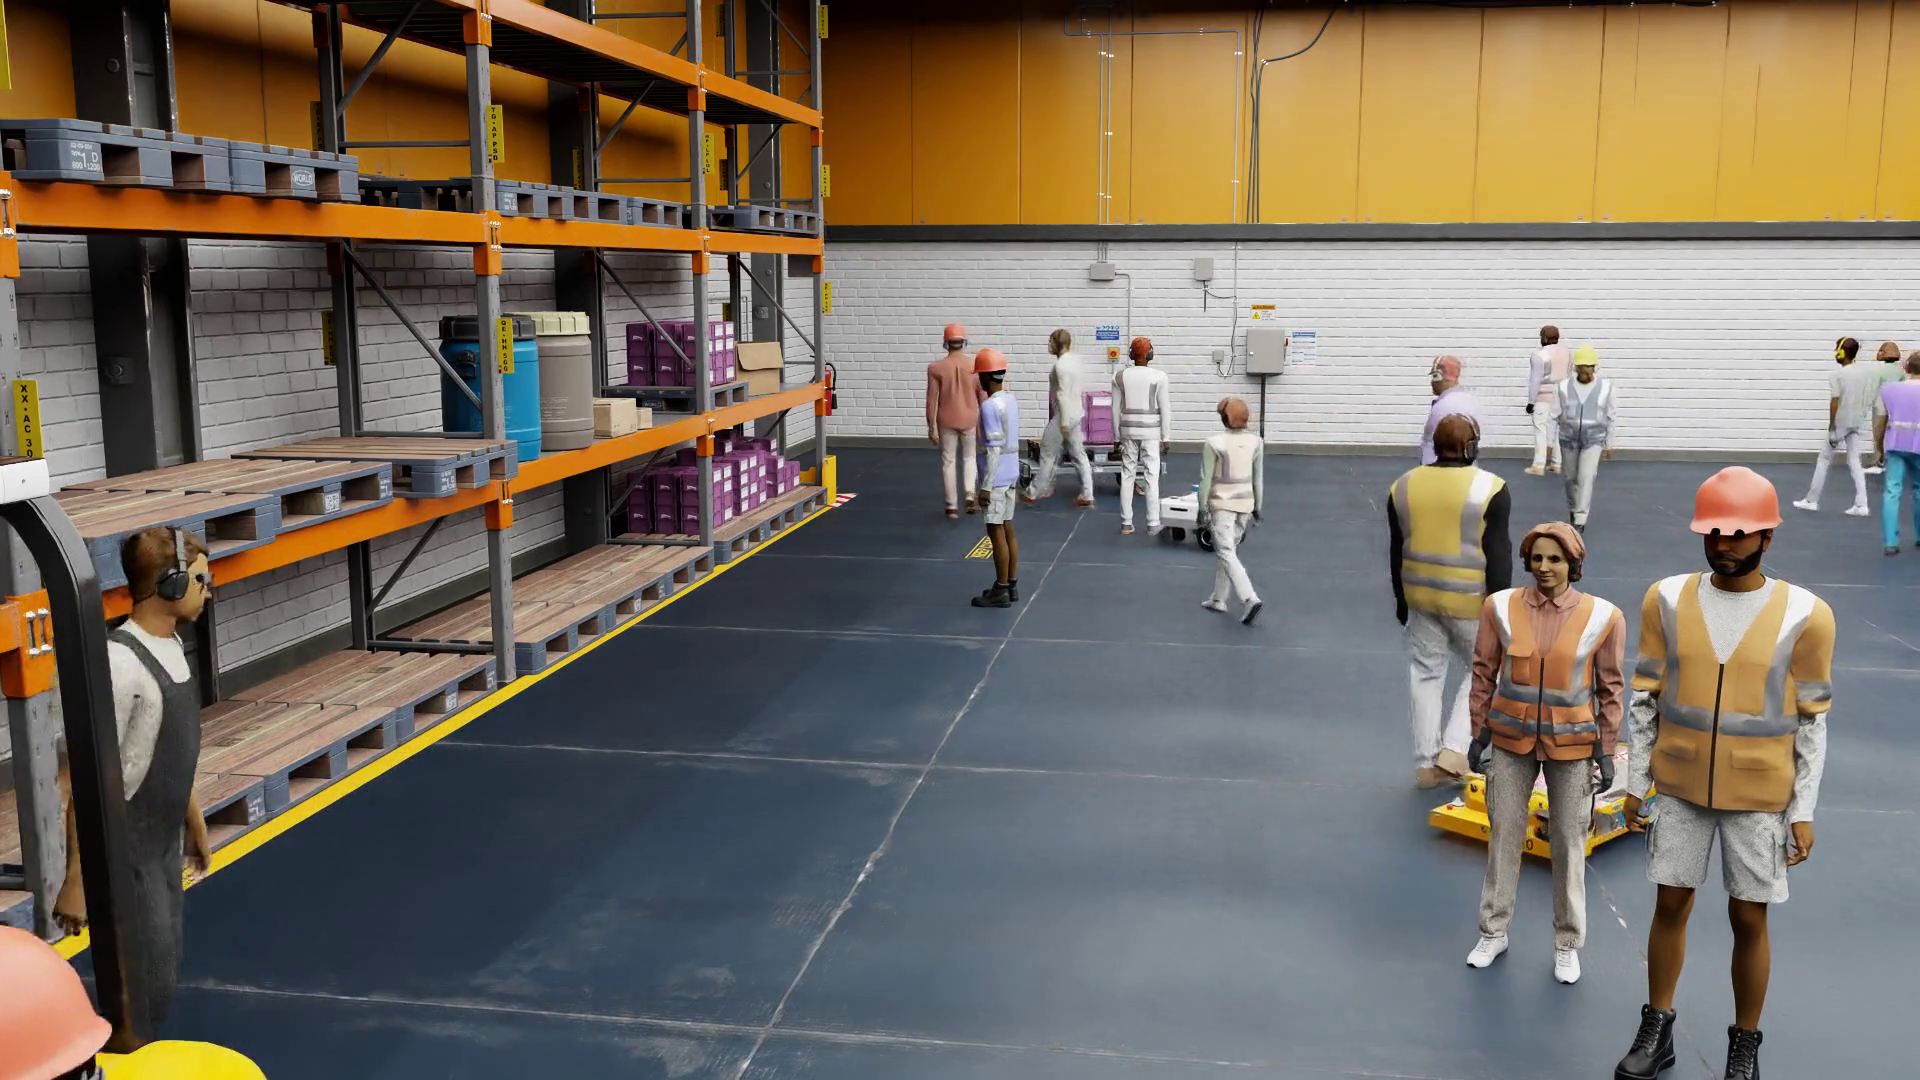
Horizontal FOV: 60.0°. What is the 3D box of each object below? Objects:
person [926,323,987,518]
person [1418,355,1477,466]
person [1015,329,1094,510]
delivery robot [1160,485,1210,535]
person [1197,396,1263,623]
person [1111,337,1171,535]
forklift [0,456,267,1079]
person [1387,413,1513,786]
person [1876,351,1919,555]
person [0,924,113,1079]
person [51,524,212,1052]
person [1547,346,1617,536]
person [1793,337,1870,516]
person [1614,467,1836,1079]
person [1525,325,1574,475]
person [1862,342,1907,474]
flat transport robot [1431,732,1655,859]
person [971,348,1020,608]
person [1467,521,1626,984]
[{"bbox_3d":[-0.038,-1.198,16.805,0.639,1.982,0.437,-2,9,-10],"label":"person"},{"bbox_3d":[3.578,-0.424,12.325,0.419,1.883,0.678,4,10,22],"label":"person"},{"bbox_3d":[0.985,-1.263,17.488,0.993,1.887,0.648,3,10,17],"label":"person"},{"bbox_3d":[2.175,-0.255,15.102,0.707,0.478,0.477,7,11,36],"label":"delivery robot"},{"bbox_3d":[1.972,-0.226,11.953,0.521,1.609,0.775,-5,10,-28],"label":"person"},{"bbox_3d":[1.718,-0.981,15.781,0.574,1.884,0.356,4,10,21],"label":"person"},{"bbox_3d":[-2.328,0.975,2.765,2.313,2.155,1.214,1,9,9],"label":"forklift"},{"bbox_3d":[2.370,0.302,8.040,0.656,1.828,0.450,9,13,43],"label":"person"},{"bbox_3d":[8.485,-0.784,14.807,0.593,1.796,0.935,8,12,42],"label":"person"},{"bbox_3d":[-0.862,1.303,1.734,0.675,1.870,1.002,6,11,31],"label":"person"},{"bbox_3d":[-2.280,0.864,4.645,0.455,1.803,0.545,-2,9,-11],"label":"person"},{"bbox_3d":[5.979,-0.975,16.015,0.602,1.802,0.858,5,10,27],"label":"person"},{"bbox_3d":[9.112,-1.179,17.179,0.526,1.845,0.760,-2,9,-13],"label":"person"},{"bbox_3d":[2.274,0.742,4.987,0.551,1.936,0.357,7,11,35],"label":"person"},{"bbox_3d":[7.224,-1.719,20.470,0.633,1.839,0.429,-4,10,-25],"label":"person"},{"bbox_3d":[11.411,-1.630,20.559,0.525,1.631,0.309,-3,10,-17],"label":"person"},{"bbox_3d":[2.843,1.147,7.620,1.431,0.197,0.652,-8,12,-41],"label":"flat transport robot"},{"bbox_3d":[0.249,-0.460,12.414,0.371,1.933,0.550,3,10,20],"label":"person"},{"bbox_3d":[2.067,0.742,5.906,0.521,1.640,0.306,5,10,28],"label":"person"}]
